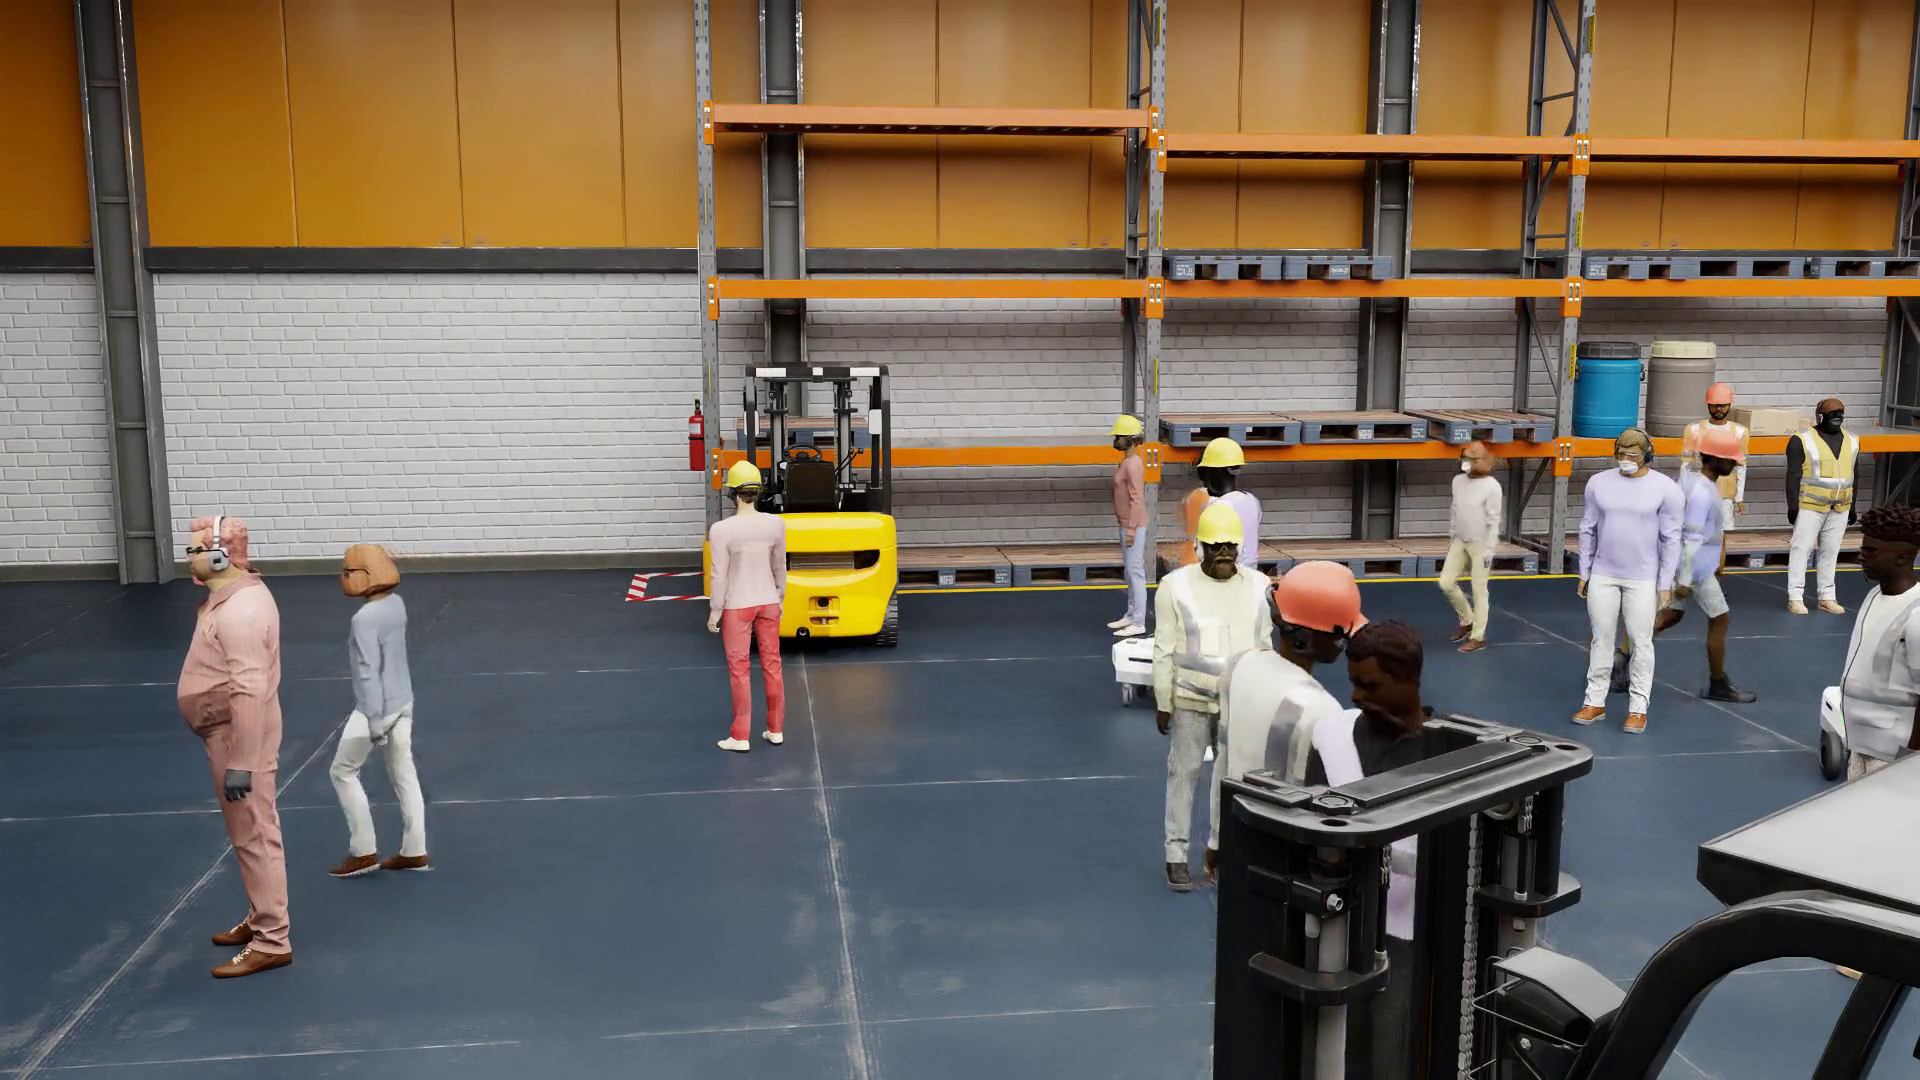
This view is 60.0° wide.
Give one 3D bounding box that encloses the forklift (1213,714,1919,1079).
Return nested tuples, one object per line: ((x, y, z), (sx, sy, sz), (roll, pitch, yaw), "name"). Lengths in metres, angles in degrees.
((1.441, 1.425, 2.350), (1.214, 2.155, 2.313), (-7, 12, -39), "forklift")

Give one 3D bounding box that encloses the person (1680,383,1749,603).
((6.607, -0.411, 14.602), (0.543, 1.939, 0.360), (3, 10, 17), "person")

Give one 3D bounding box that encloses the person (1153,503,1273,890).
((1.197, 0.732, 7.801), (0.595, 1.831, 0.403), (-2, 9, -12), "person")

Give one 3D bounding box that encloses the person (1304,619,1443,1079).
((1.220, 1.170, 4.861), (0.528, 1.899, 0.607), (-8, 12, -39), "person")

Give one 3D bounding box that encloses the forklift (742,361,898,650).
((-1.154, -0.340, 13.365), (1.214, 2.155, 2.313), (-1, 9, -7), "forklift")

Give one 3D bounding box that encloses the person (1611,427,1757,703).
((4.865, 0.164, 11.185), (0.954, 1.890, 0.563), (2, 9, 15), "person")

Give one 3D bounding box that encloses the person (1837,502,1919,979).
((3.800, 0.820, 6.832), (0.362, 1.963, 0.613), (1, 9, 8), "person")

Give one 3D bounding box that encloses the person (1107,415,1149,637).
((1.341, -0.113, 13.277), (0.326, 1.769, 0.524), (0, 9, 1), "person")

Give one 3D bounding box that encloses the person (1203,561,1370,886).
((1.120, 1.031, 5.409), (0.628, 1.999, 0.666), (-3, 10, -18), "person")

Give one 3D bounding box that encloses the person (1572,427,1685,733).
((4.209, 0.246, 10.518), (0.628, 1.935, 0.373), (8, 12, 40), "person")

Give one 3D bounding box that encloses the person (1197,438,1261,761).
((1.558, 0.355, 9.859), (0.382, 1.924, 0.594), (6, 11, 33), "person")

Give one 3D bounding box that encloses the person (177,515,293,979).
((-3.006, 0.841, 6.891), (0.403, 1.906, 0.651), (-4, 10, -22), "person")

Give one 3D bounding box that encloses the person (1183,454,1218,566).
((1.715, 0.187, 11.759), (0.795, 1.670, 0.530), (-2, 9, -13), "person")

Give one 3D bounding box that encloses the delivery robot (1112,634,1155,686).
((1.375, 0.806, 11.023), (0.707, 0.478, 0.477), (5, 10, 27), "delivery robot")

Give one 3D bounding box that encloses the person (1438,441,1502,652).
((3.898, 0.057, 12.681), (0.366, 1.618, 0.507), (-5, 10, -29), "person")

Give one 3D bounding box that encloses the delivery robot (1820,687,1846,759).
((5.233, 1.031, 9.617), (0.477, 0.478, 0.707), (3, 9, 16), "delivery robot")

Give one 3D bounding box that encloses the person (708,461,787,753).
((-1.284, 0.404, 10.056), (0.523, 1.769, 0.314), (-7, 11, -37), "person")

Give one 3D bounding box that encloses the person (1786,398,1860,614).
((7.322, -0.284, 14.115), (0.628, 1.843, 0.429), (-1, 9, -5), "person")

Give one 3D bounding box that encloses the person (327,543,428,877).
((-2.836, 0.814, 7.971), (0.570, 1.616, 0.507), (2, 9, 9), "person")
